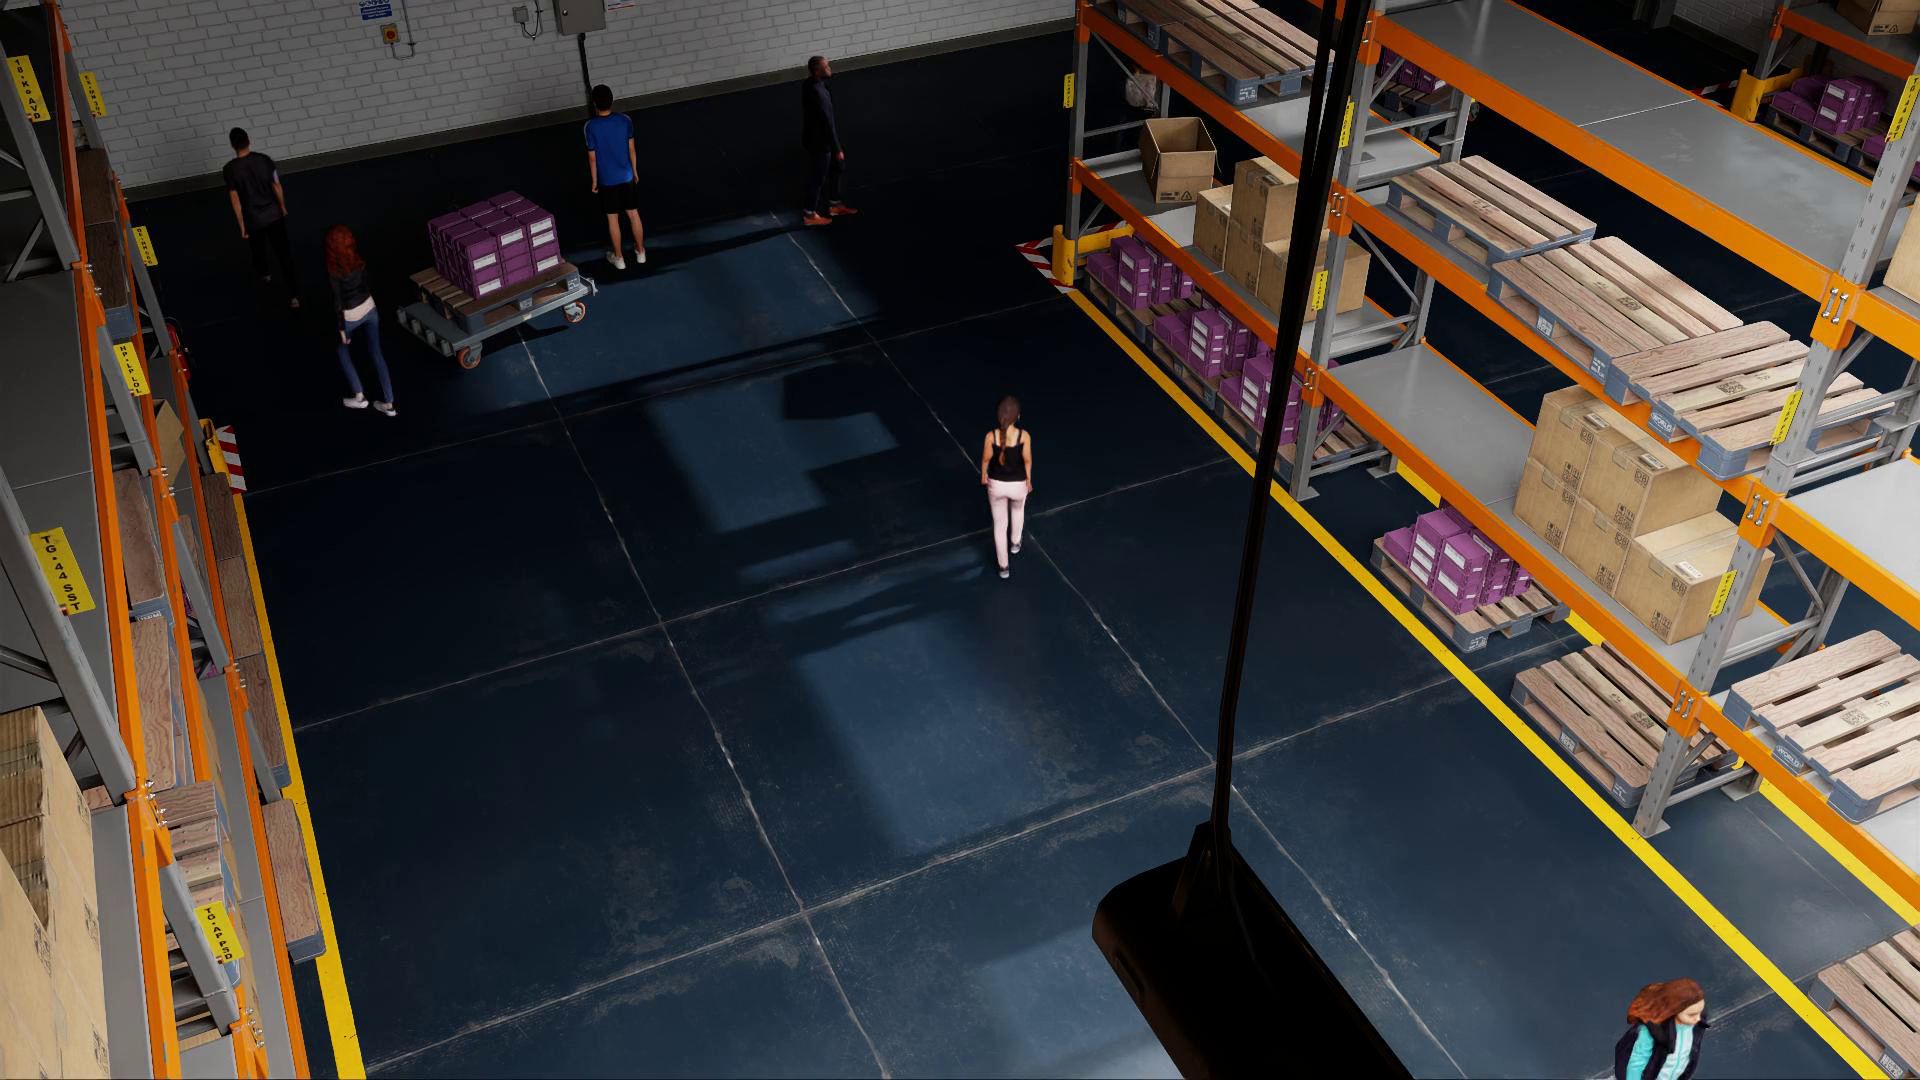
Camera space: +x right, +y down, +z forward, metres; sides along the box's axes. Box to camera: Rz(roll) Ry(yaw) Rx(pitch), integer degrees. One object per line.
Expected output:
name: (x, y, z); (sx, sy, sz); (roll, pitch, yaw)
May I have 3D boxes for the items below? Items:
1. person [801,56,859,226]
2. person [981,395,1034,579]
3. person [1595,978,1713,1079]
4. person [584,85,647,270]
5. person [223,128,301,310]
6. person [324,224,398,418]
person: (-1.499, -4.019, 16.872); (0.908, 1.800, 0.866); (-2, 39, -3)
person: (0.360, -0.368, 12.498); (0.708, 1.553, 0.853); (-1, 39, -2)
person: (3.546, 2.727, 8.694); (0.614, 1.464, 0.993); (-14, 41, -17)
person: (-3.370, -3.554, 16.238); (0.655, 1.866, 0.592); (-19, 42, -22)
person: (-6.523, -2.971, 15.626); (0.761, 1.719, 1.145); (-23, 44, -26)
person: (-5.042, -1.833, 14.166); (0.857, 1.762, 0.772); (22, 44, 25)
